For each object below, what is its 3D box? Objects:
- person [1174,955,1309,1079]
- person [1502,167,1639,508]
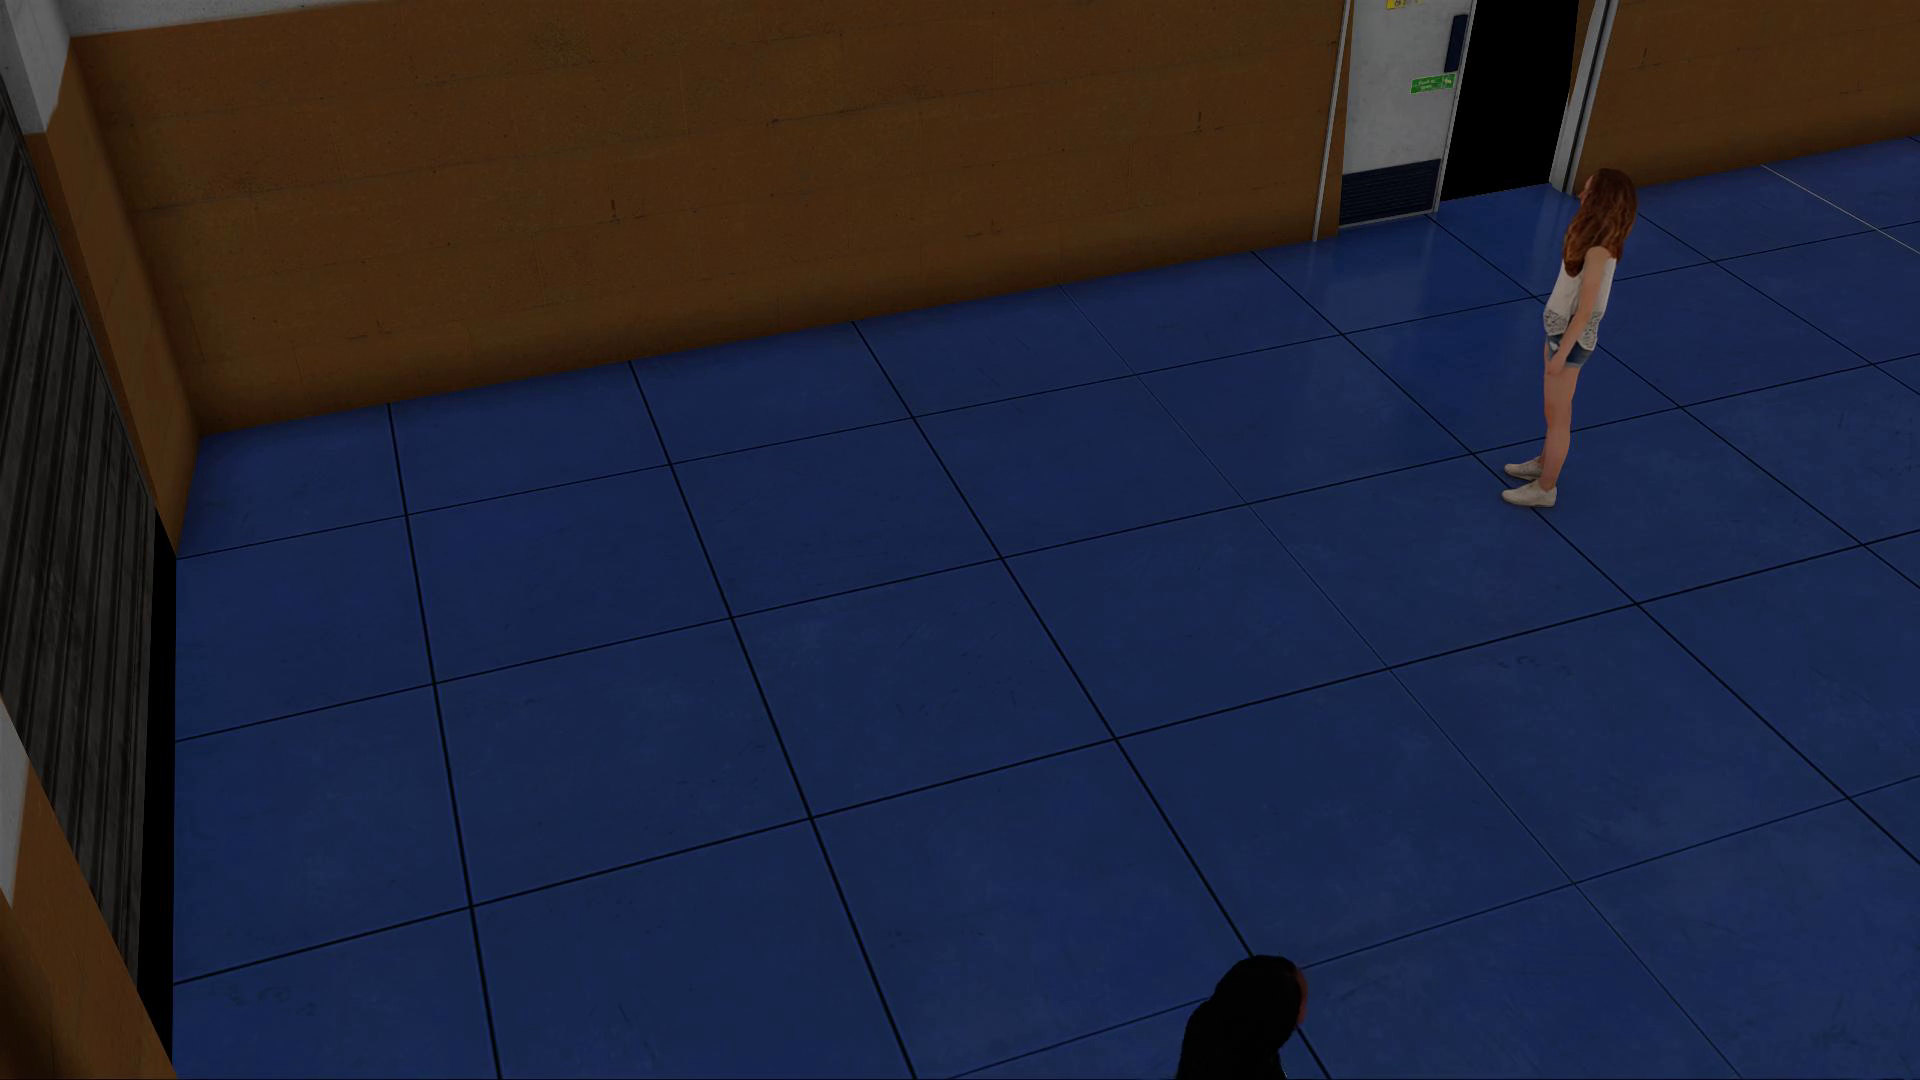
[{"bbox_3d":[0.608,1.752,4.403,0.688,1.694,0.894,-10,38,-12],"label":"person"},{"bbox_3d":[2.931,-0.949,7.948,0.710,1.760,0.634,12,39,15],"label":"person"}]
